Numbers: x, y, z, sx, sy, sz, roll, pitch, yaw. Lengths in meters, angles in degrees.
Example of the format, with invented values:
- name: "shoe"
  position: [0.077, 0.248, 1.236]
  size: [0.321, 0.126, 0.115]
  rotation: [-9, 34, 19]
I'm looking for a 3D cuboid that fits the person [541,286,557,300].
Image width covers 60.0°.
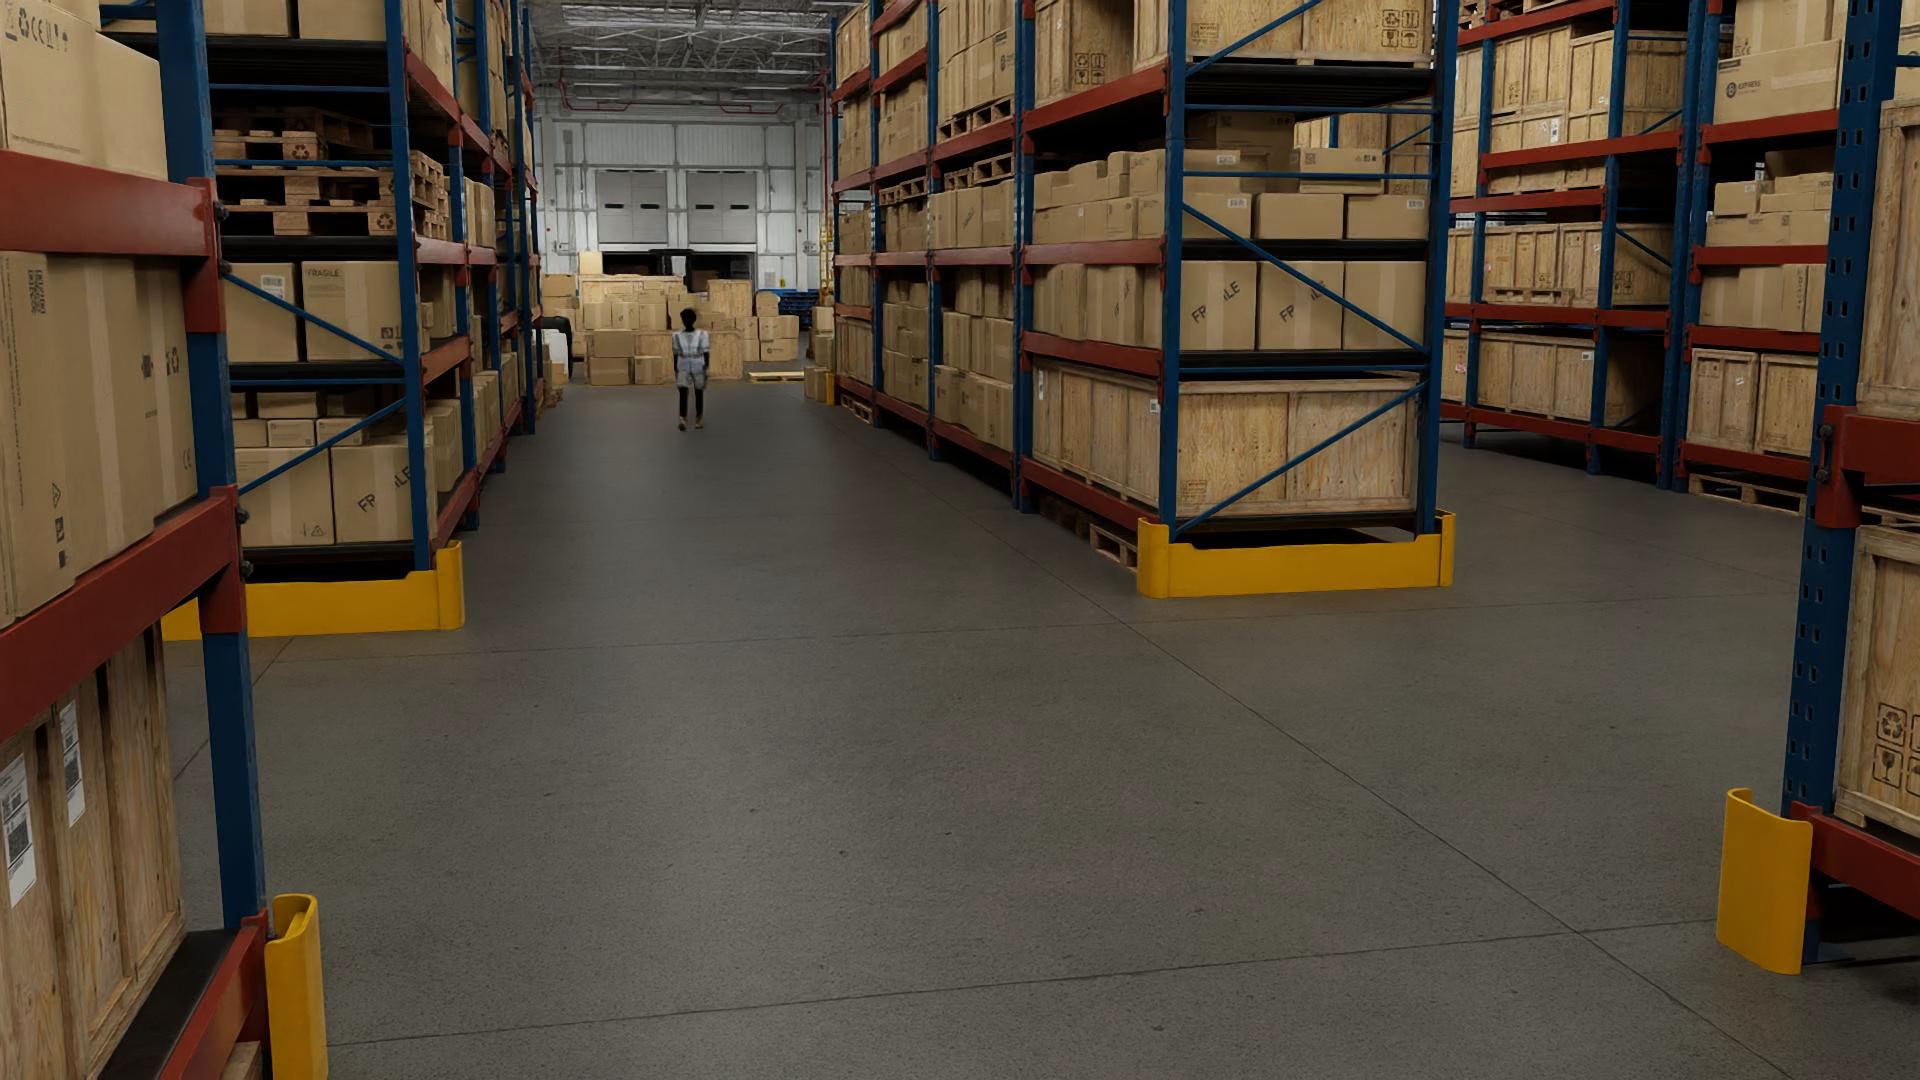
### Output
- name: "person"
  position: [-14.526, -8.388, 58.851]
  size: [0.585, 1.927, 0.366]
  rotation: [-2, 9, -11]

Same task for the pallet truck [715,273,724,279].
- name: "pallet truck"
  position: [-8.580, -8.986, 62.280]
  size: [1.885, 1.965, 0.823]
  rotation: [1, 9, 5]

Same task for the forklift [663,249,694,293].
- name: "forklift"
  position: [-9.277, -8.224, 54.954]
  size: [1.129, 2.768, 1.873]
  rotation: [-7, 12, -38]

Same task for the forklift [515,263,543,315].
- name: "forklift"
  position: [-14.713, -8.414, 56.111]
  size: [1.873, 2.768, 1.129]
  rotation: [7, 12, 38]

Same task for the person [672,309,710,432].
- name: "person"
  position: [-3.661, -2.311, 22.640]
  size: [0.533, 1.644, 0.875]
  rotation: [-1, 9, -4]
